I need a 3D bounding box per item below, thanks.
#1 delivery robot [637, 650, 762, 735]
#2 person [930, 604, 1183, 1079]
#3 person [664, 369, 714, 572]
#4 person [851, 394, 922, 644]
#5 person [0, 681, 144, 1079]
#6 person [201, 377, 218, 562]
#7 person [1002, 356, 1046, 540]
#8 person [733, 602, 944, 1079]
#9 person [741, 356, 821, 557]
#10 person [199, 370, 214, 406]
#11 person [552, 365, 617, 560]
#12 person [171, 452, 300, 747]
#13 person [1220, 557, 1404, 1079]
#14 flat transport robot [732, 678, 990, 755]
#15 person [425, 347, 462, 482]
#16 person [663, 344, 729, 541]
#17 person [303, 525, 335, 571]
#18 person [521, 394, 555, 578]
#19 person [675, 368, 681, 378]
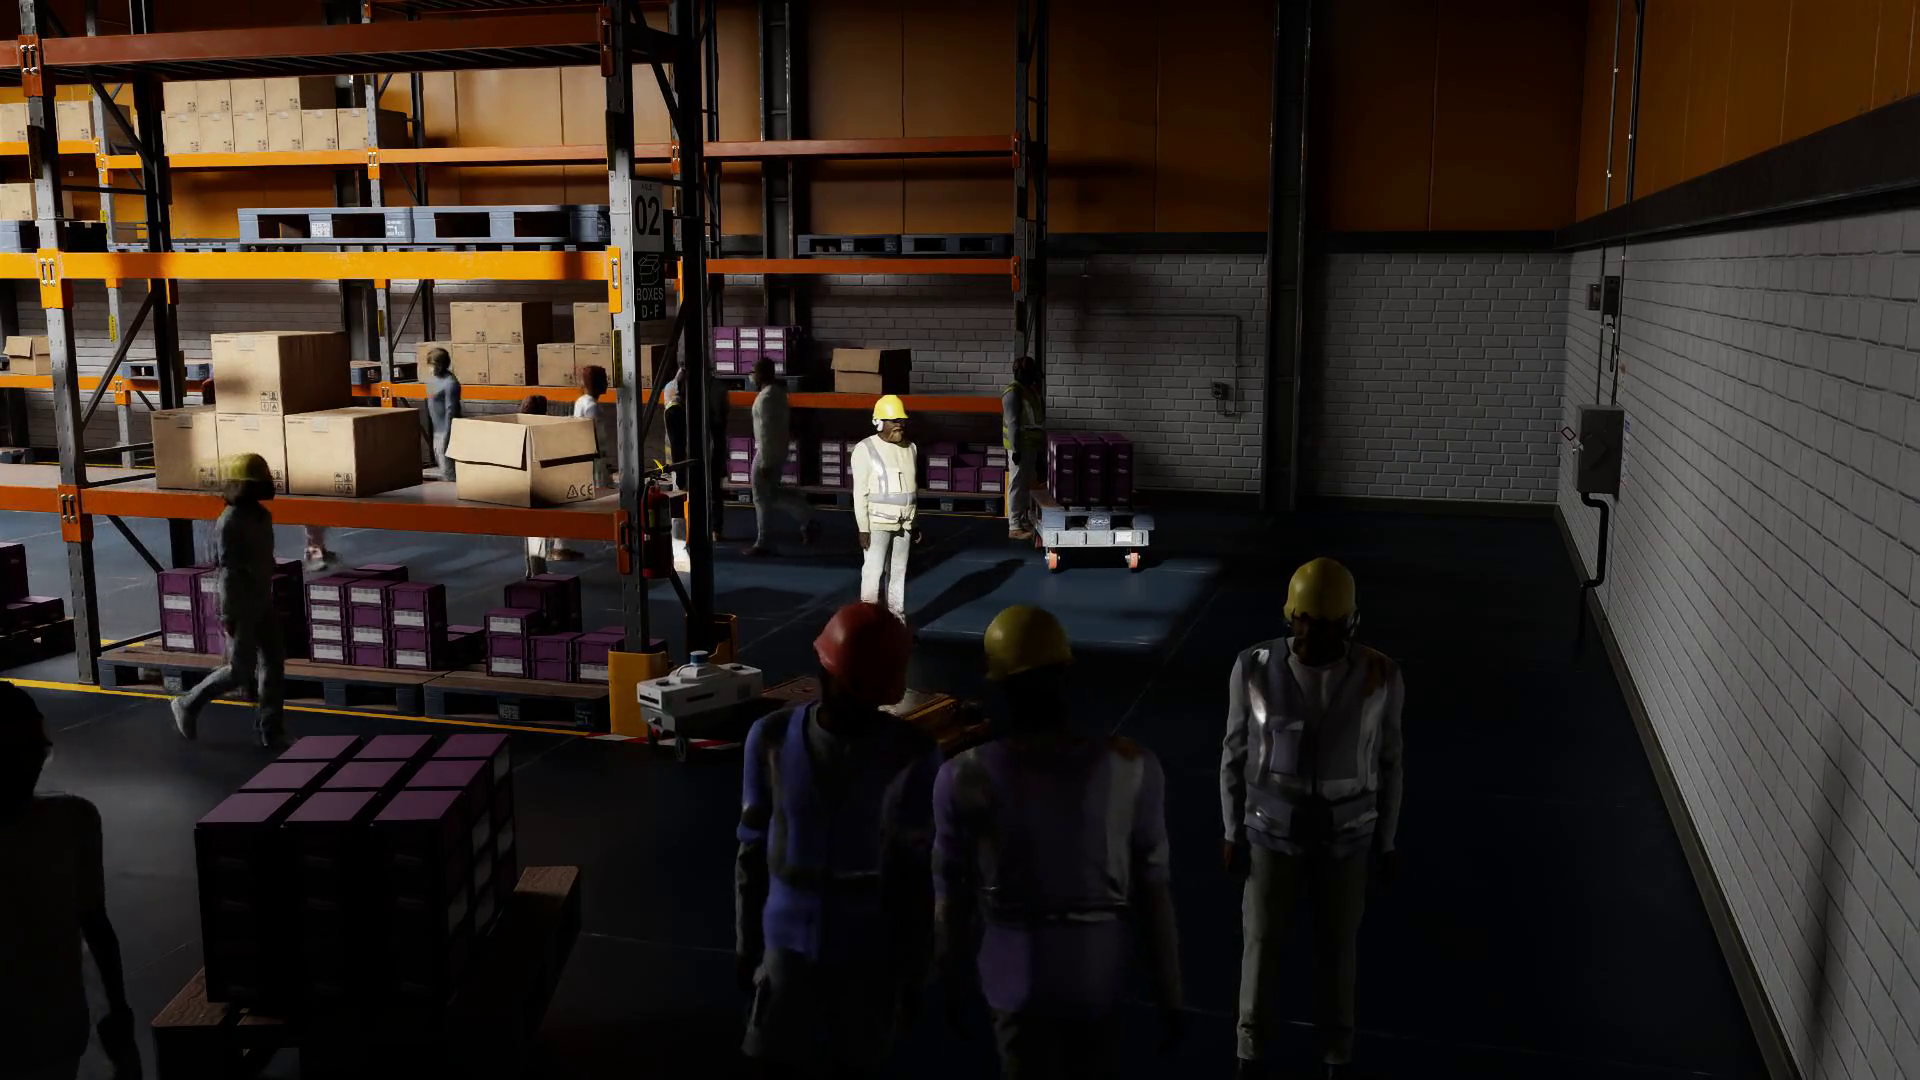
[{"bbox_3d":[-1.479,0.874,9.471,0.477,0.478,0.707,9,13,44],"label":"delivery robot"},{"bbox_3d":[0.234,1.093,4.354,0.626,1.890,0.776,-1,9,-4],"label":"person"},{"bbox_3d":[-2.442,-0.640,15.079,0.429,1.840,0.632,1,9,8],"label":"person"},{"bbox_3d":[-0.505,-0.133,12.003,0.588,1.835,0.403,-9,13,-44],"label":"person"},{"bbox_3d":[-2.221,1.204,3.906,0.975,1.831,0.523,5,11,30],"label":"person"},{"bbox_3d":[-5.718,-0.311,12.908,0.400,1.902,0.647,-5,10,-27],"label":"person"},{"bbox_3d":[0.657,-0.936,16.873,0.429,1.845,0.625,3,10,19],"label":"person"},{"bbox_3d":[-0.333,1.083,4.422,0.582,1.890,0.423,1,9,5],"label":"person"},{"bbox_3d":[-1.717,-0.782,15.709,0.667,1.918,0.639,2,9,9],"label":"person"},{"bbox_3d":[-6.240,-0.544,14.224,0.553,1.924,0.542,-1,9,-8],"label":"person"},{"bbox_3d":[-3.391,-0.720,15.589,0.989,1.832,0.578,-5,10,-27],"label":"person"},{"bbox_3d":[-4.101,0.356,9.392,0.630,1.723,0.491,1,9,8],"label":"person"},{"bbox_3d":[1.141,0.950,5.434,0.586,1.824,0.403,1,9,9],"label":"person"},{"bbox_3d":[-0.601,1.016,9.755,1.431,0.197,0.652,5,11,30],"label":"flat transport robot"},{"bbox_3d":[-5.592,-1.144,18.019,0.398,1.900,0.797,-6,11,-34],"label":"person"},{"bbox_3d":[-2.672,-1.034,16.866,0.696,2.000,0.994,-4,10,-25],"label":"person"},{"bbox_3d":[-5.897,-0.711,15.215,0.420,1.946,0.716,1,9,5],"label":"person"},{"bbox_3d":[-3.685,-0.449,14.504,0.306,1.645,0.522,-4,10,-22],"label":"person"},{"bbox_3d":[-2.954,-1.274,18.648,0.372,1.939,0.631,2,10,15],"label":"person"}]
